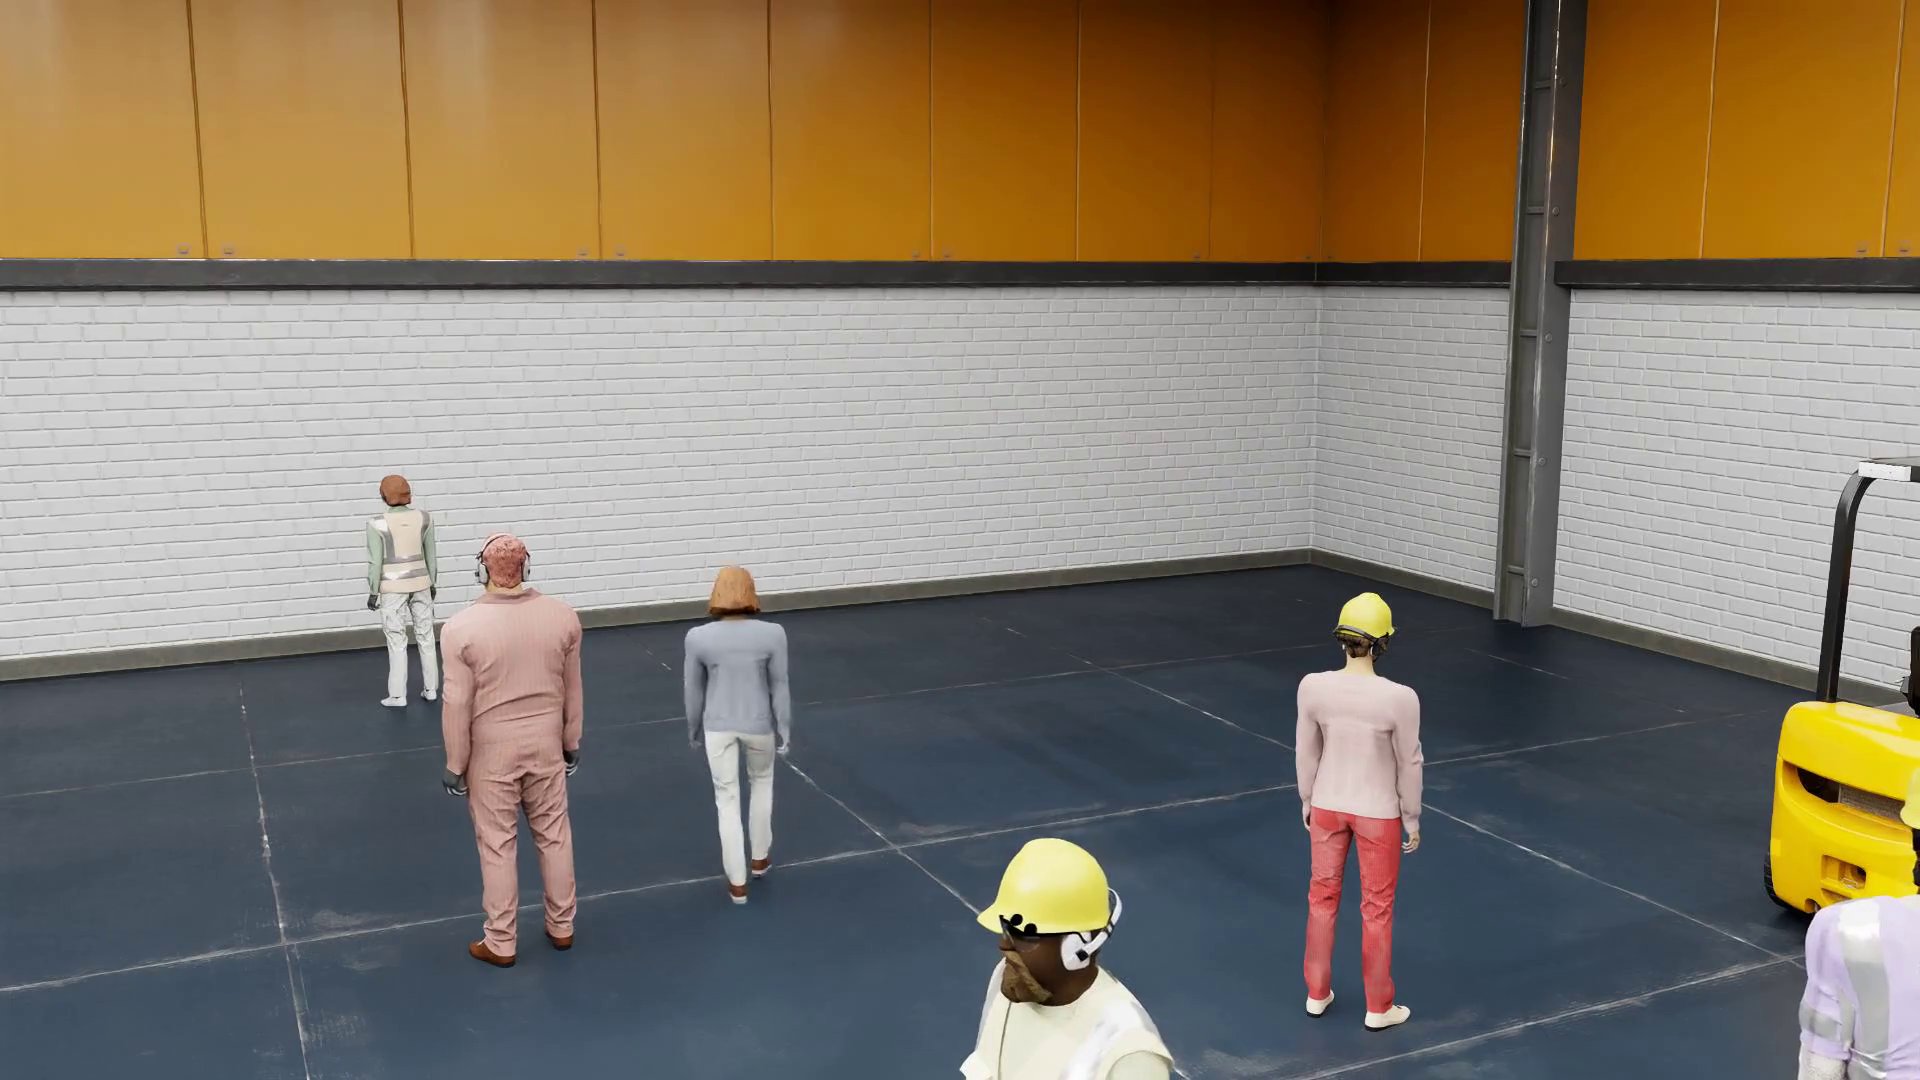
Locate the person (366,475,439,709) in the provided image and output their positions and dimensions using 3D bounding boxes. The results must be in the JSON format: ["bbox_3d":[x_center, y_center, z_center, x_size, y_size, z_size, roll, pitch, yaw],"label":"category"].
[{"bbox_3d":[-3.881,0.356,11.603,0.513,1.639,0.311,-9,13,-44],"label":"person"}]

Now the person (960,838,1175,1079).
[{"bbox_3d":[0.200,1.538,3.665,0.404,1.835,0.587,-5,11,-30],"label":"person"}]

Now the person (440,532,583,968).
[{"bbox_3d":[-1.977,0.912,7.326,0.645,1.907,0.400,-7,12,-38],"label":"person"}]

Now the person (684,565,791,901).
[{"bbox_3d":[-1.092,0.915,8.178,0.514,1.608,0.667,-1,9,-7],"label":"person"}]

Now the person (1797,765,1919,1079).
[{"bbox_3d":[2.277,1.448,3.934,0.589,1.927,0.388,3,10,17],"label":"person"}]

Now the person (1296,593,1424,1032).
[{"bbox_3d":[1.599,1.086,6.683,0.525,1.769,0.308,6,11,34],"label":"person"}]

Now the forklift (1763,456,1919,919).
[{"bbox_3d":[4.857,0.731,7.561,2.313,2.155,1.214,-4,10,-25],"label":"forklift"}]
